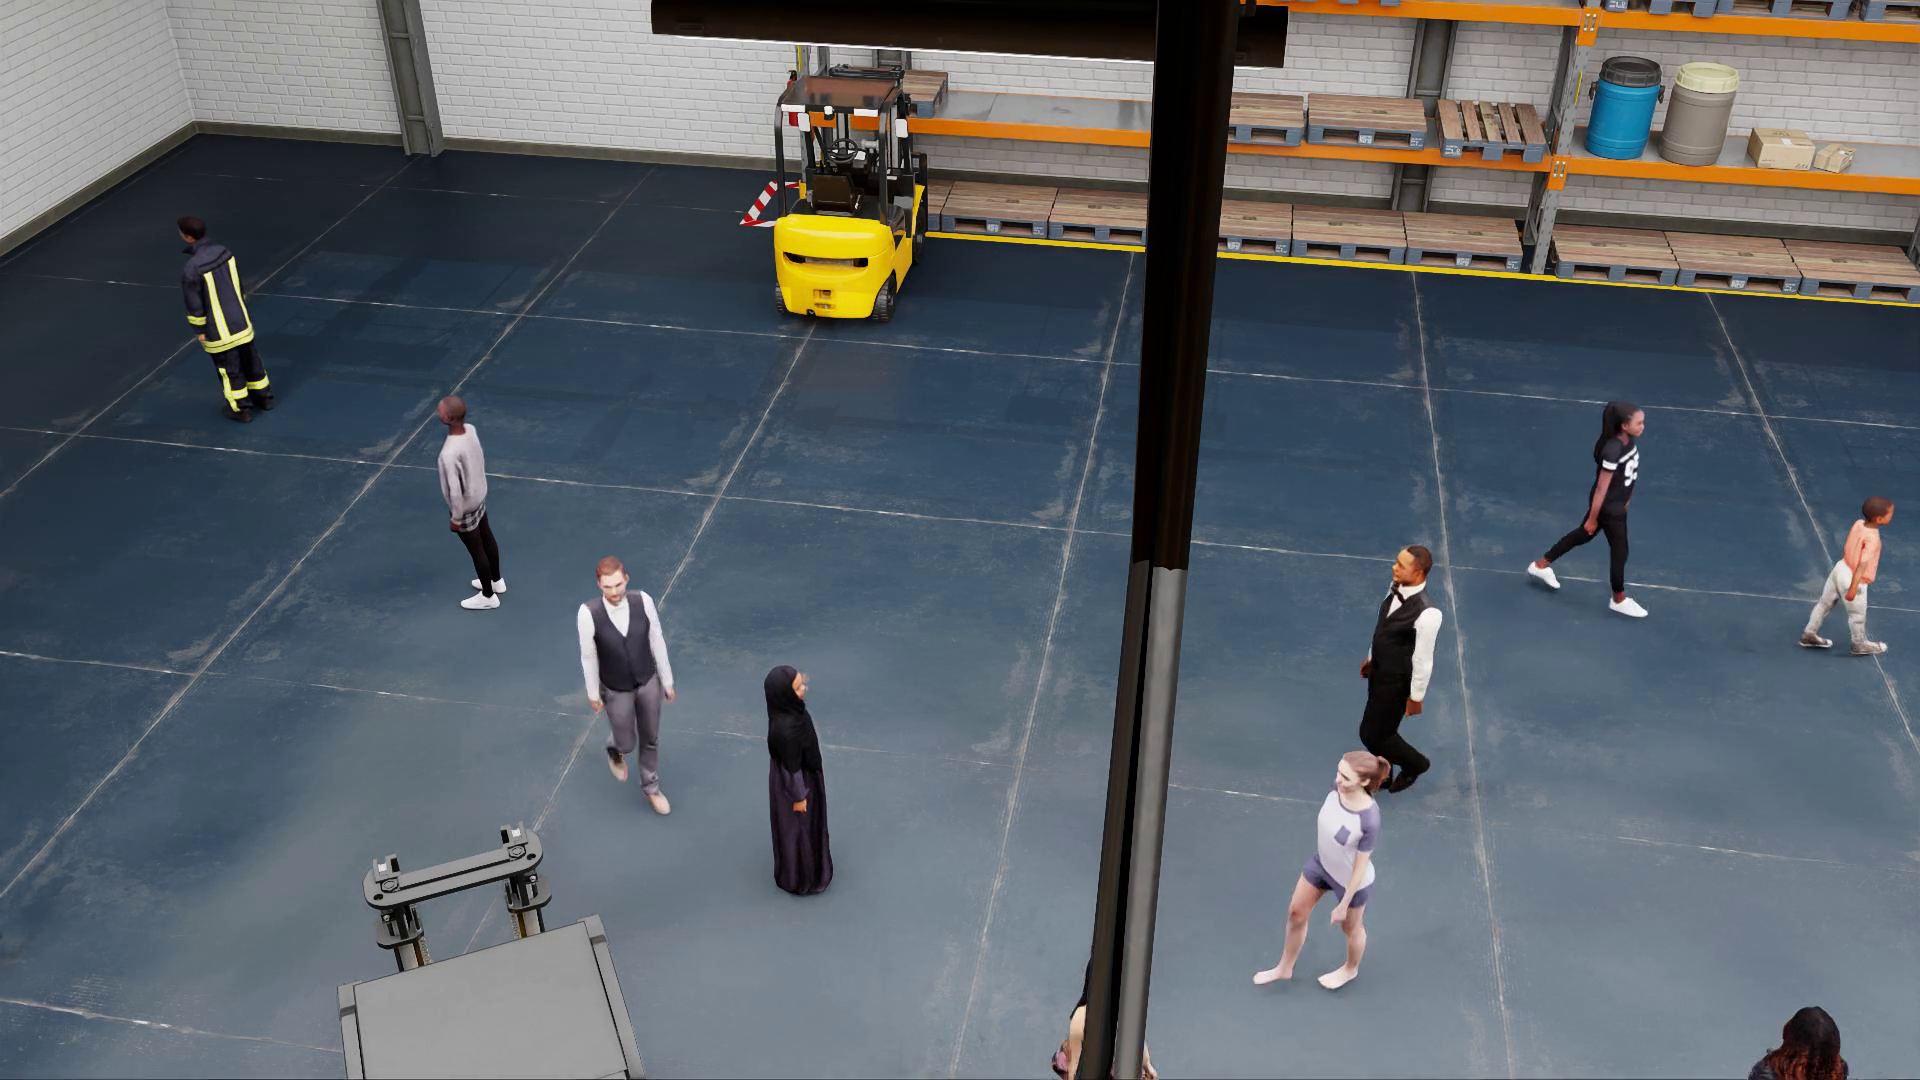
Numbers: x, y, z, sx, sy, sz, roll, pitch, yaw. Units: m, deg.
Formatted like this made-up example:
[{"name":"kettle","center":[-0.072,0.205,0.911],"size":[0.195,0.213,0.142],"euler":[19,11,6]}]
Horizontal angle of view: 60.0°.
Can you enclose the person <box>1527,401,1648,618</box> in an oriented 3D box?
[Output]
[{"name":"person","center":[4.723,-0.263,12.365],"size":[1.233,1.687,0.909],"euler":[19,38,26]}]

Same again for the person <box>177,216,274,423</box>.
[{"name":"person","center":[-6.525,-1.967,14.718],"size":[0.767,1.919,0.846],"euler":[13,36,19]}]

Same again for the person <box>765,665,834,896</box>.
[{"name":"person","center":[-0.989,1.403,9.923],"size":[0.658,1.615,0.651],"euler":[-2,34,-3]}]

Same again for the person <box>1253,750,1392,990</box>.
[{"name":"person","center":[2.185,1.823,9.171],"size":[0.962,1.748,0.846],"euler":[-12,36,-18]}]

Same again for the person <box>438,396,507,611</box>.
[{"name":"person","center":[-3.627,-0.286,12.322],"size":[0.549,1.771,0.626],"euler":[3,34,5]}]

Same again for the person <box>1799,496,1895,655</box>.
[{"name":"person","center":[6.328,0.261,11.936],"size":[0.791,1.288,0.540],"euler":[4,34,6]}]

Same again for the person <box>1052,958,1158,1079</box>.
[{"name":"person","center":[0.609,2.579,8.056],"size":[1.235,1.723,0.957],"euler":[23,40,30]}]

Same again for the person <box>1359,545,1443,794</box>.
[{"name":"person","center":[2.837,0.838,10.510],"size":[0.843,1.906,0.789],"euler":[-3,34,-4]}]

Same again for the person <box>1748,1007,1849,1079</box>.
[{"name":"person","center":[3.838,2.845,7.758],"size":[1.028,1.610,0.888],"euler":[-4,34,-6]}]

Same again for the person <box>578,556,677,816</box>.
[{"name":"person","center":[-2.119,0.856,10.469],"size":[0.941,1.921,0.994],"euler":[-19,38,-26]}]
